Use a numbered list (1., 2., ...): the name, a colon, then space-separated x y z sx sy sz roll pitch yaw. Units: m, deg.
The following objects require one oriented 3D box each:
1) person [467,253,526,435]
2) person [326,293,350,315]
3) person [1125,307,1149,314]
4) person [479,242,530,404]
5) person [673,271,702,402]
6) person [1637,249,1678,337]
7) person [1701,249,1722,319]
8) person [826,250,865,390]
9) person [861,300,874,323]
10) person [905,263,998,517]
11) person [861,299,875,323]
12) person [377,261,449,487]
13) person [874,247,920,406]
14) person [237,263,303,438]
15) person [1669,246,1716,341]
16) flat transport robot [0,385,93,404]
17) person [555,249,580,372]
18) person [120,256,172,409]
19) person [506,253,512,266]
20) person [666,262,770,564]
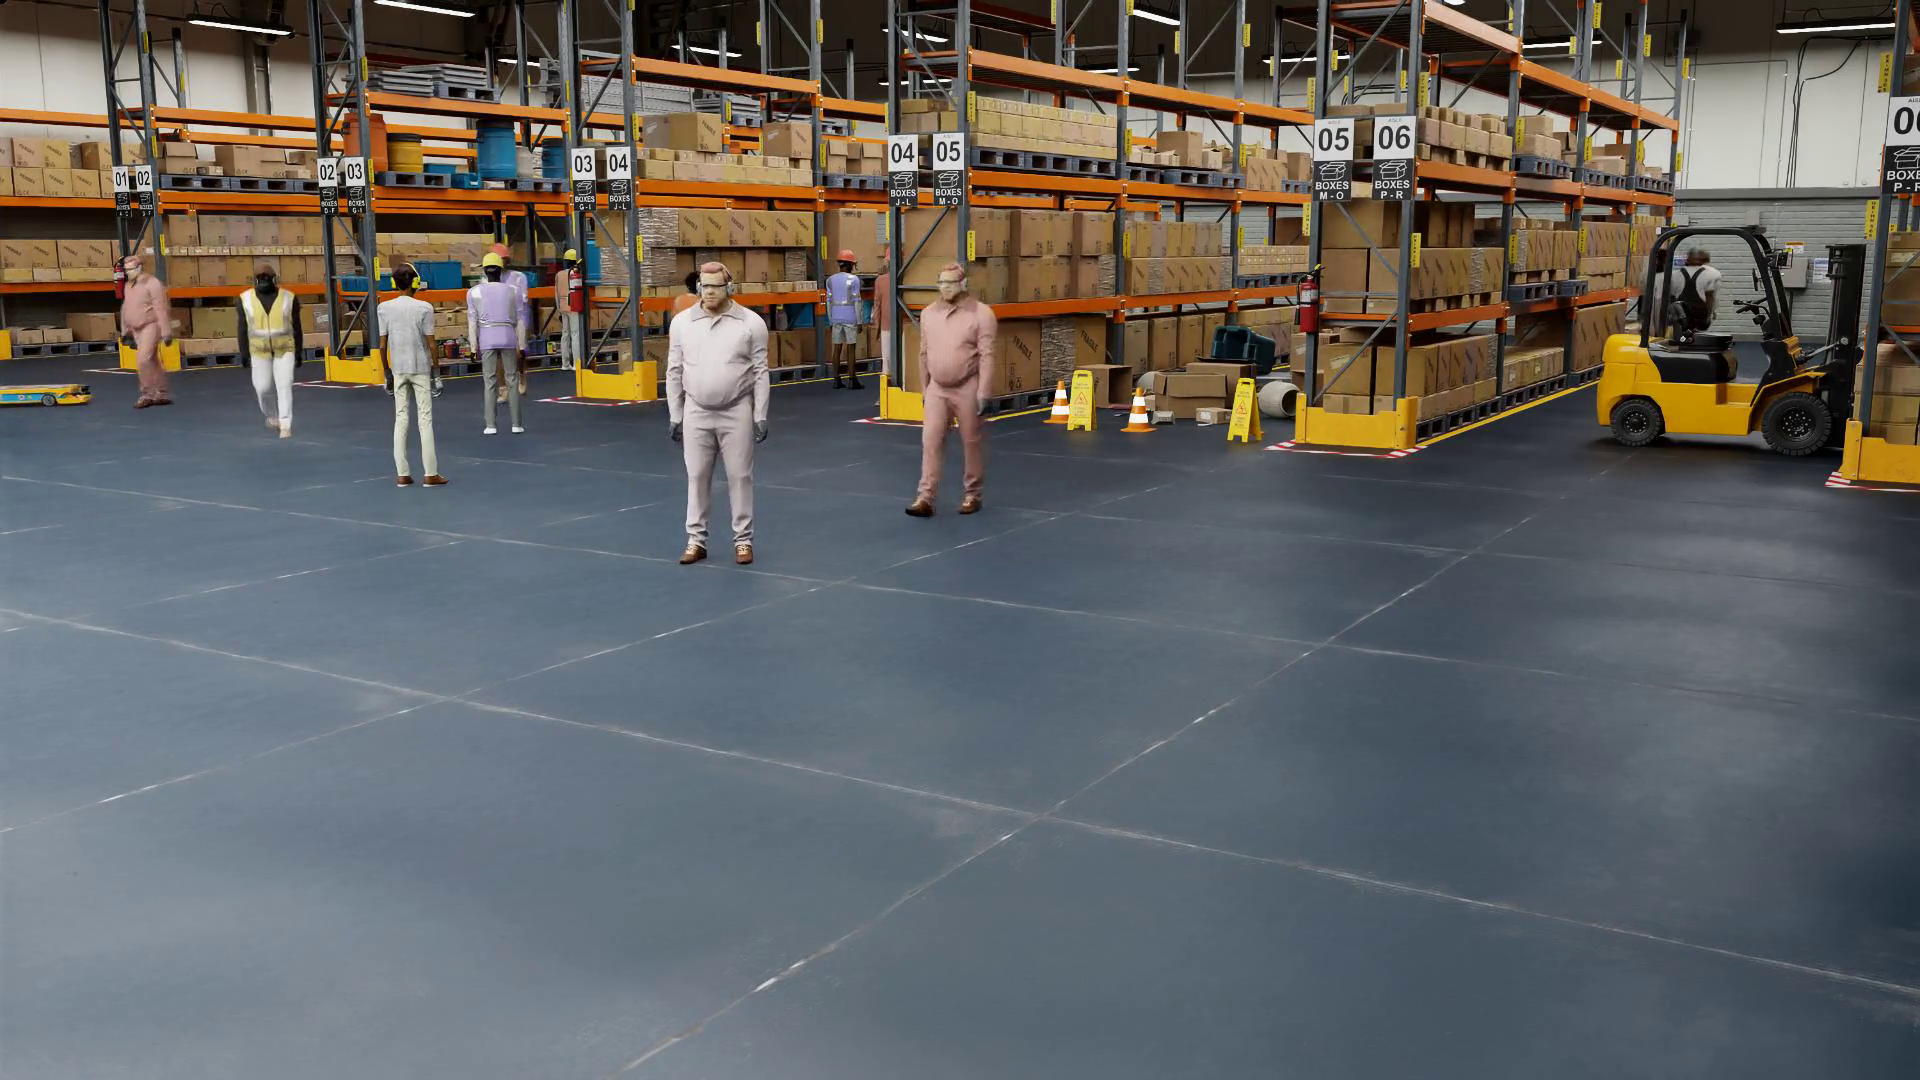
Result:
1. person: -4.900 -2.067 17.612 0.585 1.917 0.382 -3 11 -19
2. person: -11.673 -4.521 31.424 0.548 1.899 0.923 6 12 30
3. person: 3.149 -4.220 29.878 0.633 1.845 0.429 10 14 44
4. person: -5.758 -2.749 21.118 0.616 2.031 0.613 0 10 -2
5. person: -3.277 -2.446 20.389 0.544 1.680 0.429 5 11 24
6. person: 10.704 -3.506 25.594 0.606 1.943 0.611 6 12 31
7. person: 12.110 -3.800 27.295 0.659 1.923 0.471 3 11 18
8. person: -1.585 -3.052 23.099 0.542 1.928 0.374 6 12 29
9. person: -1.851 -4.722 32.693 0.626 1.846 0.429 8 13 37
10. person: -0.076 -1.081 12.210 0.670 1.865 0.918 5 11 25
11. person: -1.672 -4.570 31.878 0.566 1.837 0.407 0 10 -2
12. person: -4.558 -1.373 13.847 0.513 1.876 0.328 1 10 4
13. person: -0.786 -2.636 20.579 0.613 1.995 0.390 4 11 21
14. person: -7.209 -1.982 17.427 0.626 1.825 0.609 -3 11 -18
15. person: 11.164 -3.528 25.449 0.683 2.000 1.003 7 12 34
16. flat transport robot: -11.714 -1.817 20.823 1.431 0.197 0.652 -3 11 -18
17. person: -6.135 -3.628 26.328 0.593 1.925 0.384 7 12 34
18. person: -10.068 -2.555 20.488 0.779 1.860 0.747 6 12 32
19. person: -7.733 -3.978 28.446 0.519 1.874 0.326 5 11 26
20. person: -1.528 -0.788 10.484 0.652 1.904 0.403 0 10 1
